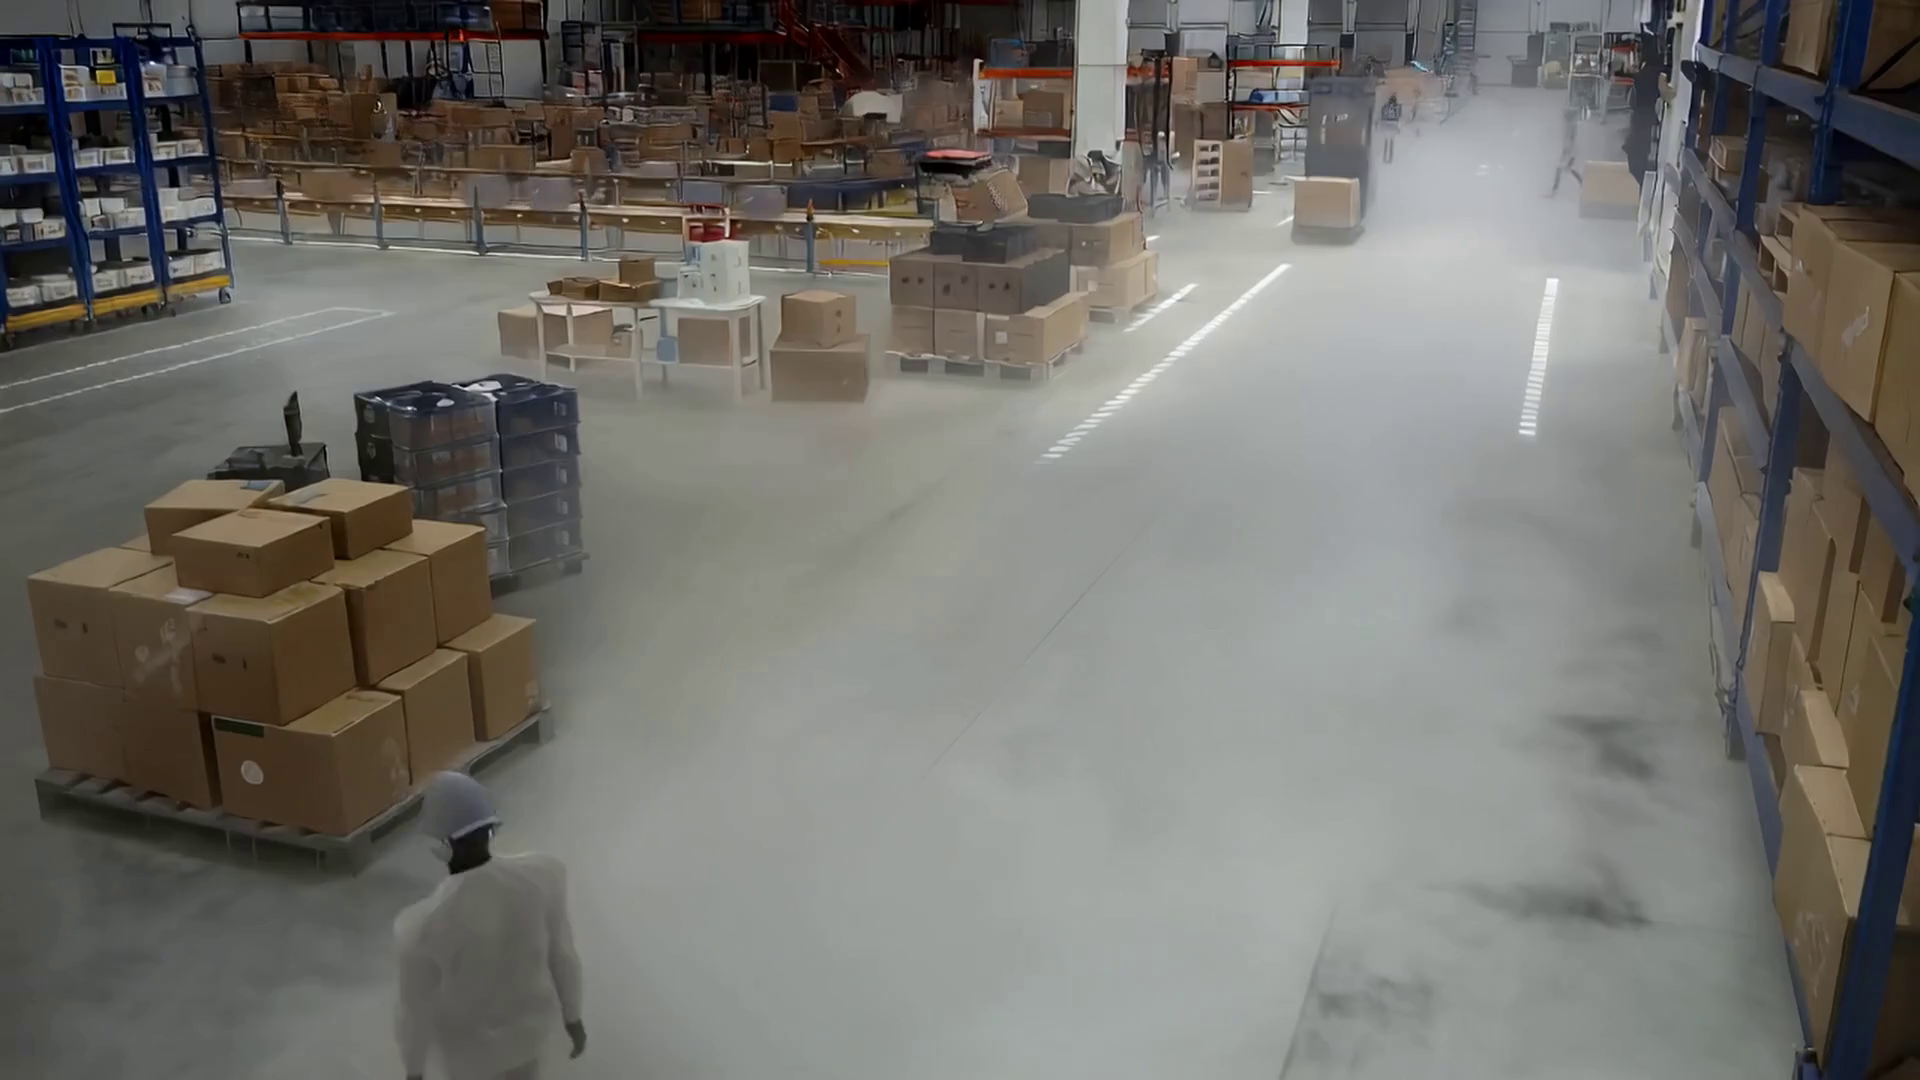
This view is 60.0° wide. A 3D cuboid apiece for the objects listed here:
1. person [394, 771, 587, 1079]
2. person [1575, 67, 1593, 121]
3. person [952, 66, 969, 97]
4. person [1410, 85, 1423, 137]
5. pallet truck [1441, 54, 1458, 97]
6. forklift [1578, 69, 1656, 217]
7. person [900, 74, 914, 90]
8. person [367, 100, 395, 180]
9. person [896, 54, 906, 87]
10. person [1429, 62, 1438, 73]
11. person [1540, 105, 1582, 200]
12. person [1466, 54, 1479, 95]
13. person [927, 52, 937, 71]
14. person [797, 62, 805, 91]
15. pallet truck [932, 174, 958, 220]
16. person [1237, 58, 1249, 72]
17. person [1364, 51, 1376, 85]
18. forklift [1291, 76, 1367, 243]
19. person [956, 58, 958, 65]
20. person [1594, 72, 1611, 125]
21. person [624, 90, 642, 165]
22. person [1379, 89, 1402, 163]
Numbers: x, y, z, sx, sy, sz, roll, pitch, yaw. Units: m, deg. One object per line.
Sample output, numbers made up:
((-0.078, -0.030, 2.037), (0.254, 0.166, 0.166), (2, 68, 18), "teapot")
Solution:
((-1.489, 1.524, 5.217), (0.579, 1.730, 0.514), (-16, 24, -41), "person")
((22.952, -16.415, 61.243), (0.598, 1.959, 0.386), (11, 21, 31), "person")
((0.022, -16.820, 62.517), (0.631, 1.954, 0.453), (1, 18, 3), "person")
((14.709, -13.804, 53.569), (0.362, 1.630, 0.530), (8, 19, 24), "person")
((22.765, -21.886, 78.355), (0.823, 1.965, 1.885), (-4, 18, -14), "pallet truck")
((13.219, -7.740, 32.475), (1.873, 2.768, 1.129), (6, 19, 18), "forklift")
((-1.875, -15.364, 58.145), (0.403, 1.821, 0.597), (16, 24, 41), "person")
((-13.912, -9.592, 39.900), (0.656, 1.896, 0.420), (4, 18, 13), "person")
((-2.935, -23.190, 82.702), (0.504, 1.847, 0.345), (-4, 18, -11), "person")
((19.204, -18.377, 67.456), (0.510, 1.916, 0.565), (15, 23, 40), "person")
((13.142, -8.304, 35.695), (1.035, 2.000, 0.626), (6, 19, 18), "person")
((24.857, -22.523, 80.491), (0.453, 1.911, 0.594), (-1, 18, -3), "person")
((-1.473, -24.290, 86.094), (0.584, 1.882, 0.337), (-8, 19, -23), "person")
((-6.868, -19.464, 70.986), (0.844, 1.858, 0.570), (-13, 22, -34), "person")
((-0.507, -5.292, 27.348), (0.653, 1.274, 1.630), (6, 19, 19), "pallet truck")
((12.616, -20.796, 74.860), (0.690, 2.000, 0.538), (13, 22, 34), "person")
((22.383, -25.692, 90.618), (0.645, 1.801, 0.902), (-11, 21, -32), "person")
((6.598, -6.755, 29.381), (1.129, 2.768, 1.873), (6, 19, 19), "forklift")
((0.057, -24.886, 87.985), (0.605, 1.880, 0.976), (5, 18, 14), "person")
((22.851, -15.653, 59.016), (0.394, 1.853, 0.511), (-7, 19, -20), "person")
((-8.609, -10.880, 43.906), (0.553, 1.918, 0.419), (7, 19, 21), "person")
((11.464, -11.027, 44.355), (0.581, 1.917, 0.553), (5, 18, 16), "person")
